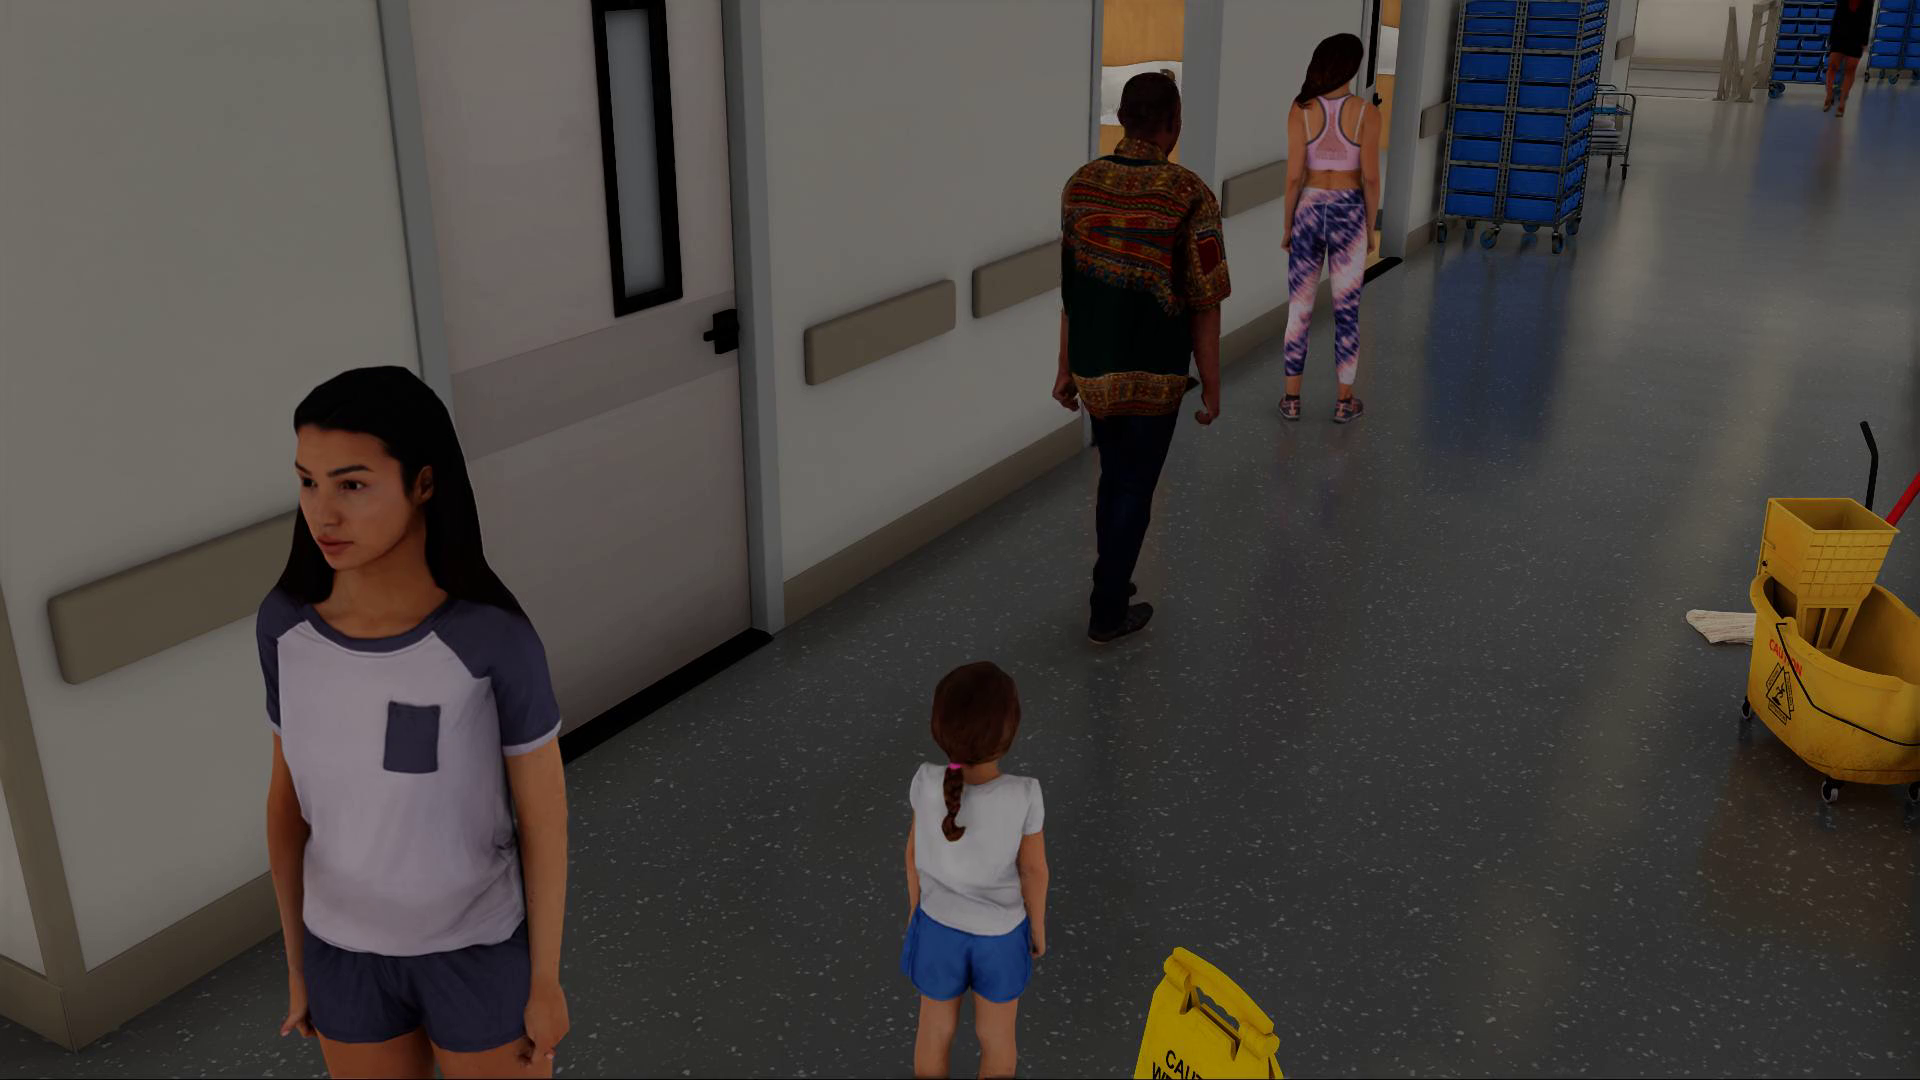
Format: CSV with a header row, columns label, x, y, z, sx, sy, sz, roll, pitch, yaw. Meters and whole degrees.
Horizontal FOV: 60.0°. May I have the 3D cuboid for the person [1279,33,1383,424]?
label,x,y,z,sx,sy,sz,roll,pitch,yaw
person,1.703,-1.430,7.689,0.642,1.767,0.597,6,22,15

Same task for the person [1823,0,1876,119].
label,x,y,z,sx,sy,sz,roll,pitch,yaw
person,10.280,-5.724,19.220,0.558,1.630,0.572,12,24,30

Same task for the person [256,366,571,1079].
label,x,y,z,sx,sy,sz,roll,pitch,yaw
person,-0.764,0.591,2.399,0.649,1.734,0.625,3,21,9

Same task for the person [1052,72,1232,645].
label,x,y,z,sx,sy,sz,roll,pitch,yaw
person,0.491,-0.512,5.172,0.713,1.793,0.720,14,25,32

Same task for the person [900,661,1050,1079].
label,x,y,z,sx,sy,sz,roll,pitch,yaw
person,0.017,0.706,3.109,0.462,1.016,0.478,5,21,13
